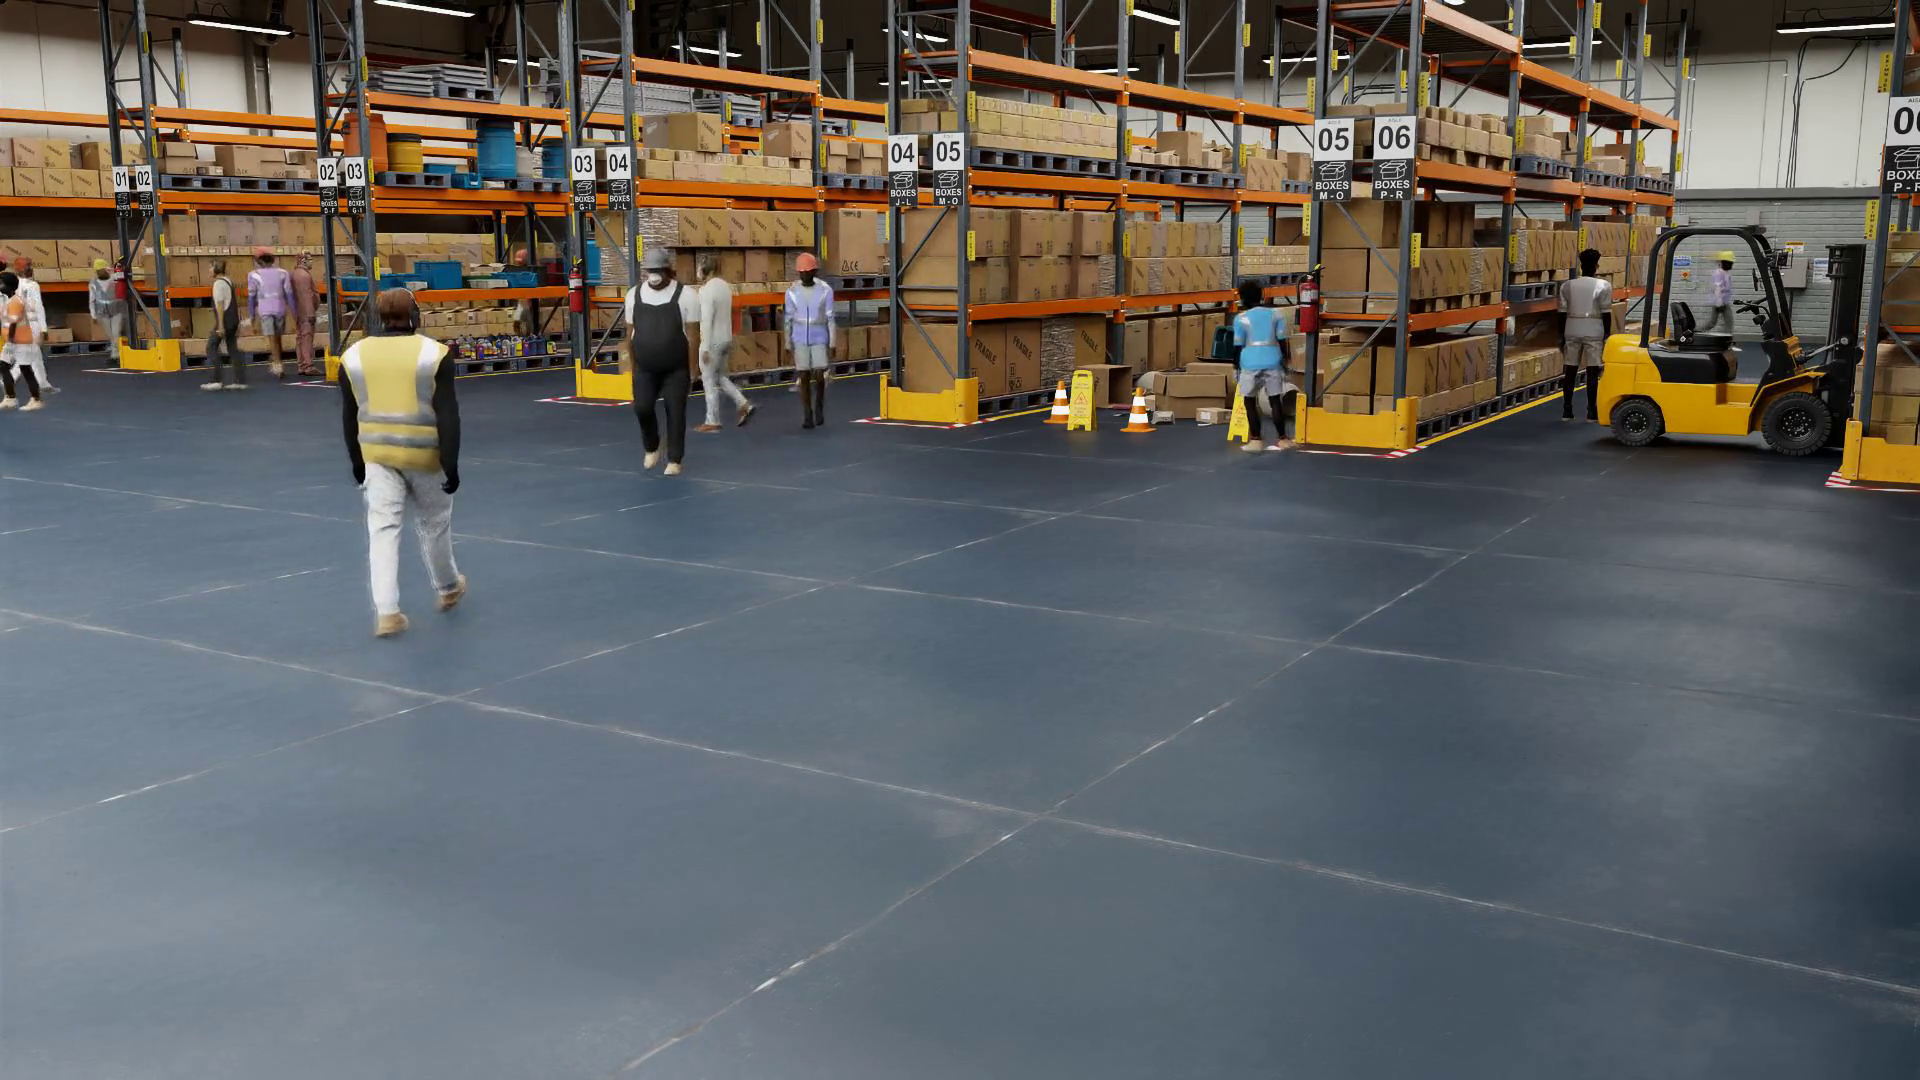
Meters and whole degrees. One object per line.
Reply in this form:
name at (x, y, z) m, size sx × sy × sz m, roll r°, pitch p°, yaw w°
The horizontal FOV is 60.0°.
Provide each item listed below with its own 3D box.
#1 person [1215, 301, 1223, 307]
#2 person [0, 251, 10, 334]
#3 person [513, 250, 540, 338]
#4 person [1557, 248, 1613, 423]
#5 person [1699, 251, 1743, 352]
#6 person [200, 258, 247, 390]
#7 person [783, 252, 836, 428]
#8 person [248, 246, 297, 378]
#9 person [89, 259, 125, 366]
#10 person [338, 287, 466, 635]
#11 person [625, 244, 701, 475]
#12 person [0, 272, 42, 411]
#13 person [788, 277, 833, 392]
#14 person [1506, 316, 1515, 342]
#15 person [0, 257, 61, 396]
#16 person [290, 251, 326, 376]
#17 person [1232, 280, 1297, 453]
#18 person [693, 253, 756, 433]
person at (6.117, -5.755, 38.292) m, size 0.582 × 1.932 × 1.109 m, roll -5°, pitch 11°, yaw -26°
person at (-16.228, -3.917, 28.056) m, size 0.559 × 1.897 × 0.985 m, roll 9°, pitch 14°, yaw 42°
person at (-7.636, -4.094, 29.019) m, size 0.555 × 1.902 × 0.854 m, roll 6°, pitch 12°, yaw 30°
person at (7.079, -2.313, 18.848) m, size 0.602 × 1.967 × 0.366 m, roll 8°, pitch 13°, yaw 38°
person at (14.263, -4.491, 31.279) m, size 0.599 × 1.891 × 0.921 m, roll -9°, pitch 13°, yaw -41°
person at (-10.205, -2.956, 22.860) m, size 0.718 × 1.818 × 0.540 m, roll 0°, pitch 10°, yaw -1°
person at (-1.649, -2.165, 18.146) m, size 0.576 × 1.916 × 0.421 m, roll 1°, pitch 10°, yaw 5°
person at (-10.385, -3.439, 25.119) m, size 0.630 × 1.993 × 1.036 m, roll -7°, pitch 12°, yaw -35°
person at (-14.086, -3.776, 27.630) m, size 0.656 × 1.769 × 0.929 m, roll -2°, pitch 10°, yaw -9°
person at (-2.947, -0.440, 8.859) m, size 0.654 × 1.787 × 0.977 m, roll 0°, pitch 10°, yaw 0°
person at (-2.592, -1.574, 14.505) m, size 0.679 × 2.000 × 0.539 m, roll 0°, pitch 10°, yaw 2°
person at (-11.433, -2.367, 19.979) m, size 0.630 × 1.677 × 0.538 m, roll -8°, pitch 13°, yaw -37°
person at (-2.048, -2.969, 22.875) m, size 0.579 × 1.853 × 0.922 m, roll 8°, pitch 13°, yaw 37°
person at (11.192, -4.954, 33.791) m, size 0.394 × 1.916 × 0.724 m, roll 7°, pitch 12°, yaw 34°
person at (-12.405, -2.820, 22.032) m, size 0.585 × 1.855 × 0.882 m, roll 5°, pitch 11°, yaw 24°
person at (-10.011, -3.471, 25.504) m, size 0.401 × 1.910 × 0.640 m, roll -7°, pitch 12°, yaw -35°
person at (2.939, -1.666, 16.063) m, size 0.663 × 1.662 × 0.398 m, roll -2°, pitch 10°, yaw -14°
person at (-2.566, -2.086, 17.735) m, size 0.543 × 1.925 × 0.625 m, roll 3°, pitch 10°, yaw 15°
